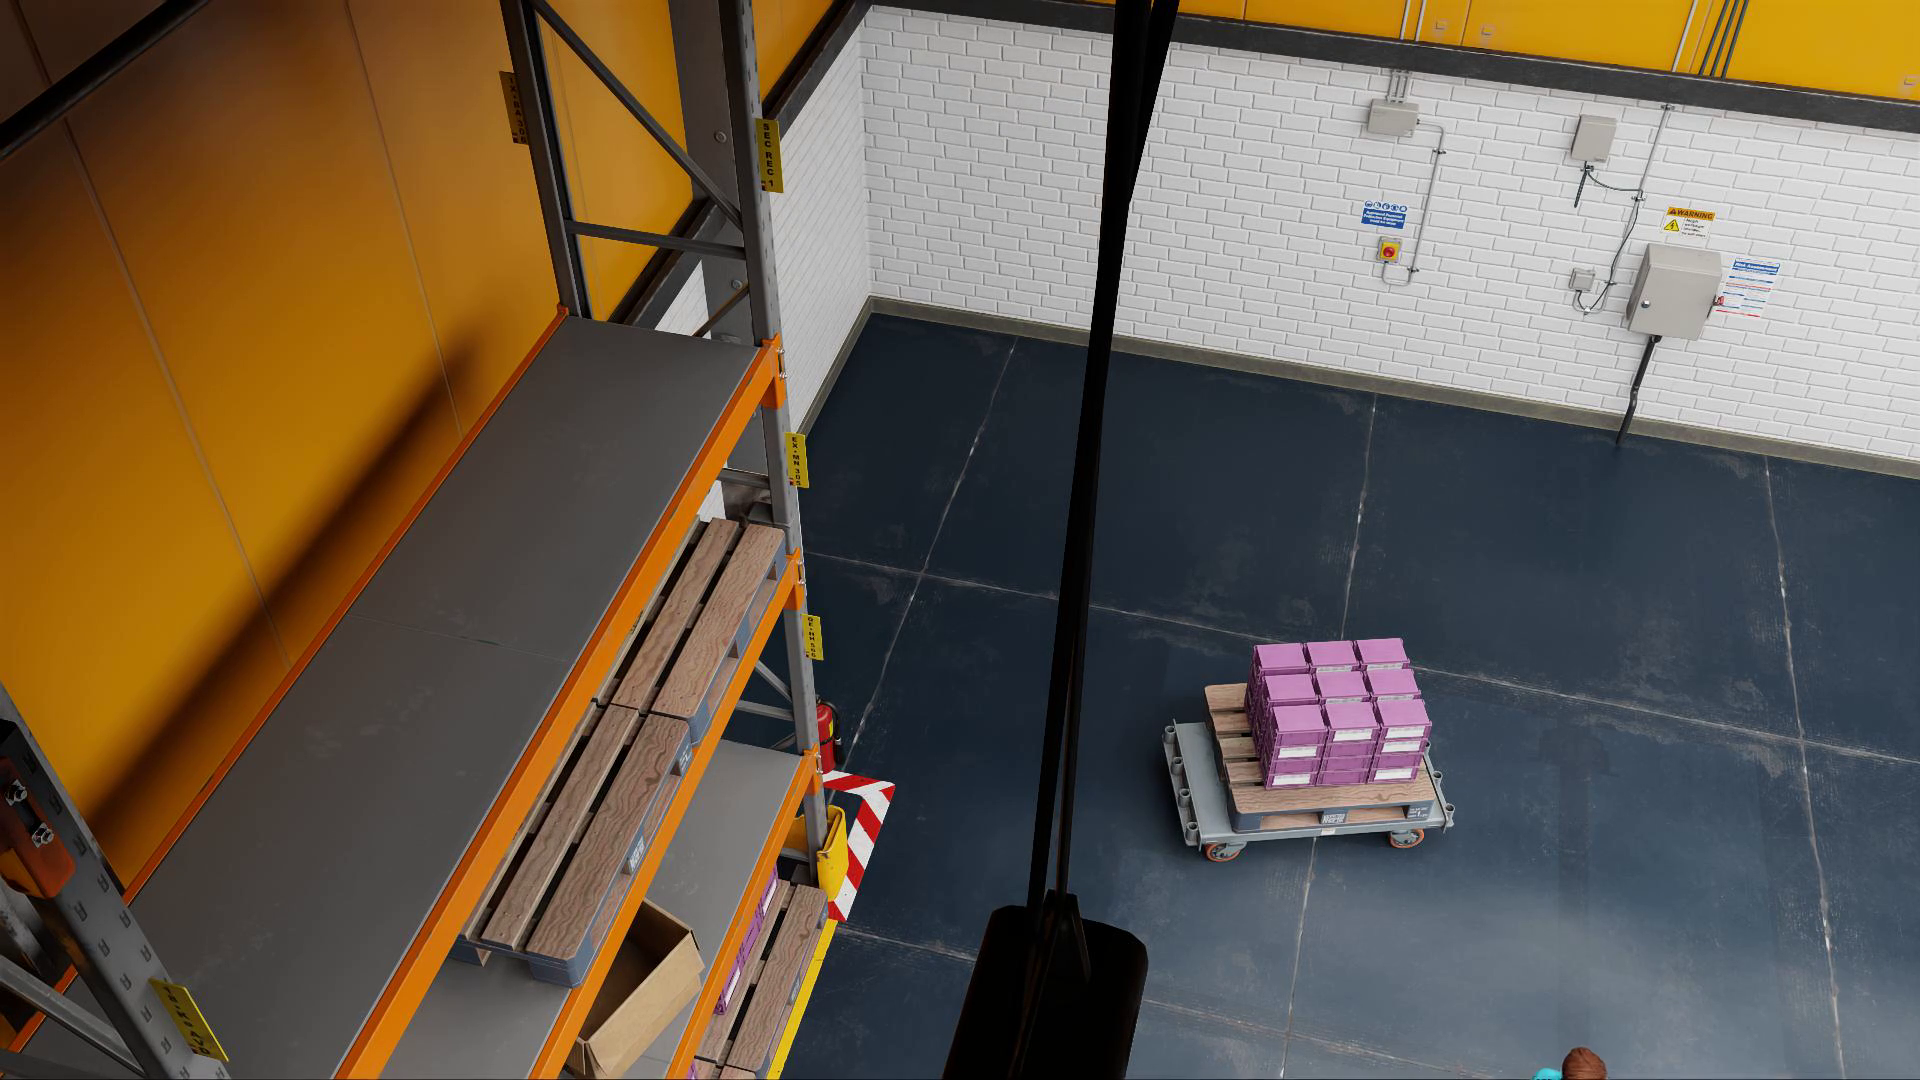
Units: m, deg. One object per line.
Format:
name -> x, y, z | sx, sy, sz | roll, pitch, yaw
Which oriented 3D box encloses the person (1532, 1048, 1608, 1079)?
person -> 2.899, 2.908, 8.176 | 0.608, 1.449, 0.611 | 30, 51, 28
